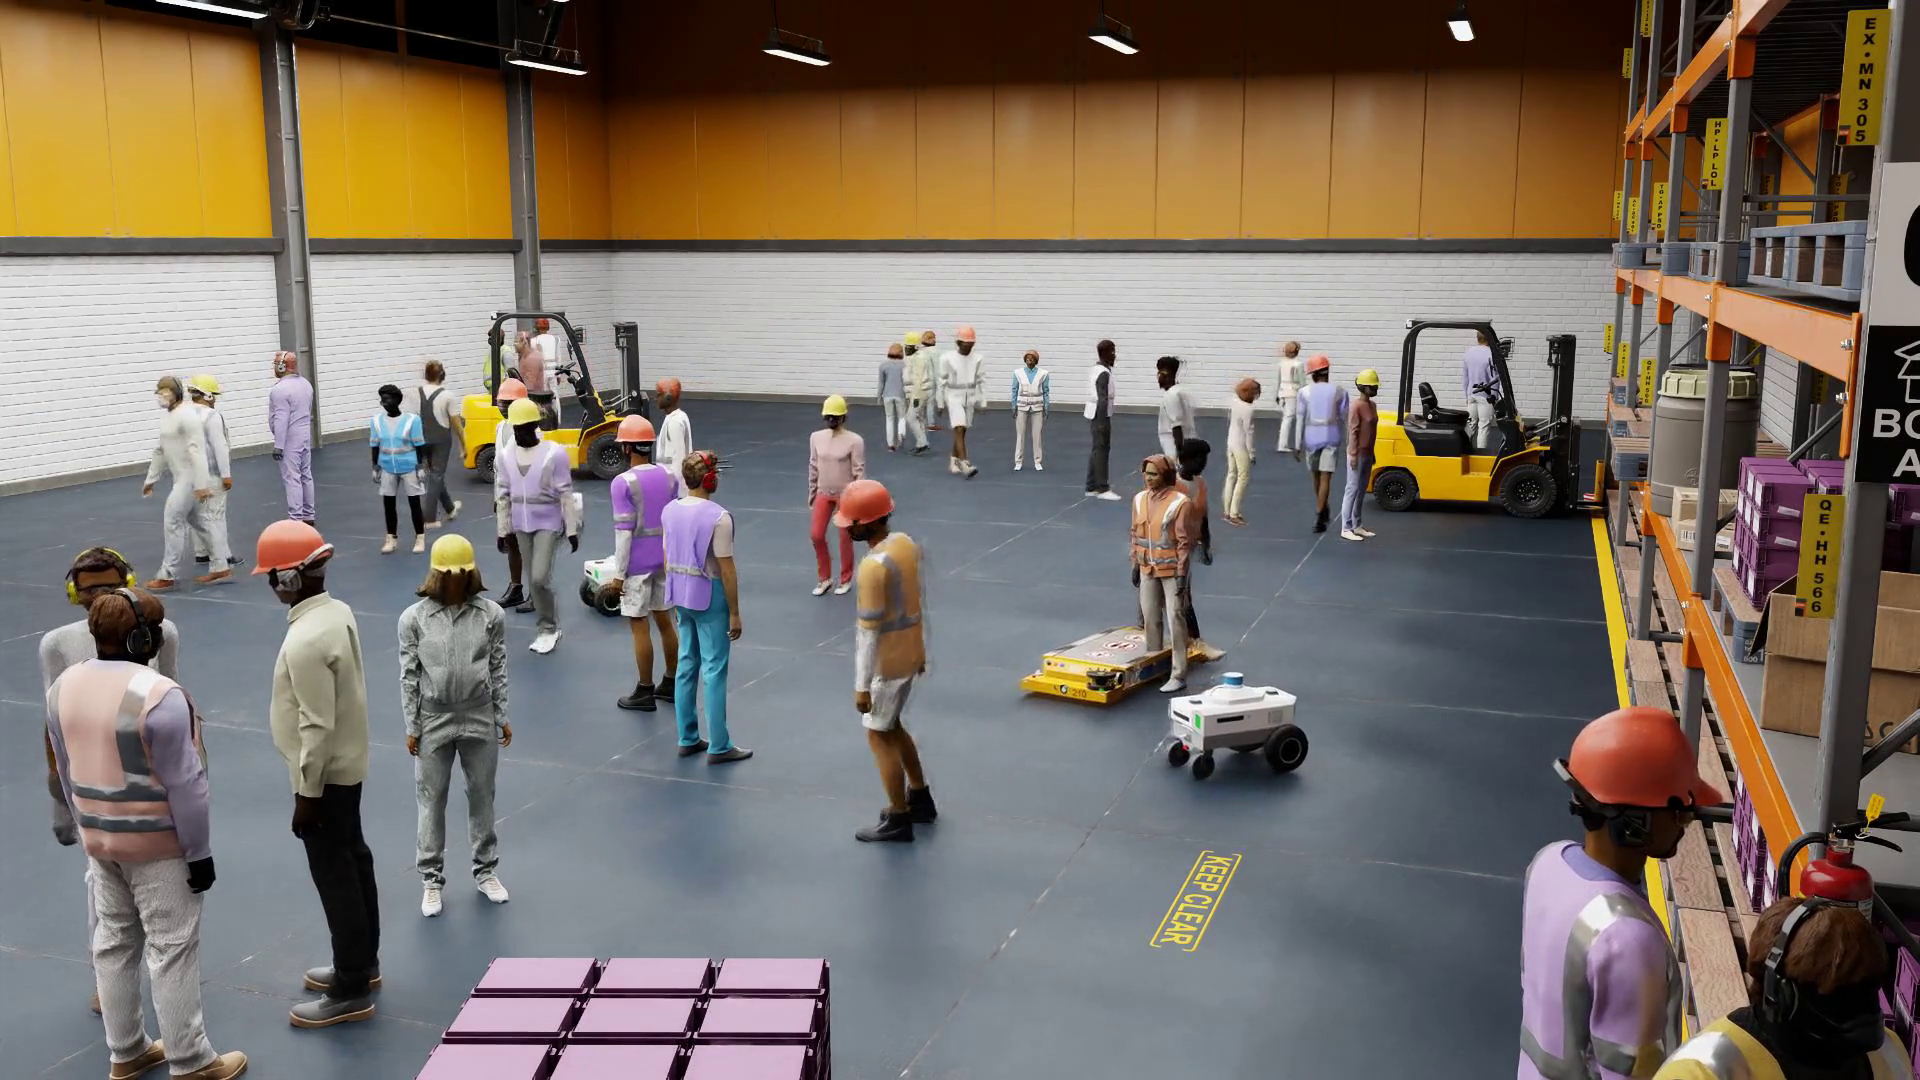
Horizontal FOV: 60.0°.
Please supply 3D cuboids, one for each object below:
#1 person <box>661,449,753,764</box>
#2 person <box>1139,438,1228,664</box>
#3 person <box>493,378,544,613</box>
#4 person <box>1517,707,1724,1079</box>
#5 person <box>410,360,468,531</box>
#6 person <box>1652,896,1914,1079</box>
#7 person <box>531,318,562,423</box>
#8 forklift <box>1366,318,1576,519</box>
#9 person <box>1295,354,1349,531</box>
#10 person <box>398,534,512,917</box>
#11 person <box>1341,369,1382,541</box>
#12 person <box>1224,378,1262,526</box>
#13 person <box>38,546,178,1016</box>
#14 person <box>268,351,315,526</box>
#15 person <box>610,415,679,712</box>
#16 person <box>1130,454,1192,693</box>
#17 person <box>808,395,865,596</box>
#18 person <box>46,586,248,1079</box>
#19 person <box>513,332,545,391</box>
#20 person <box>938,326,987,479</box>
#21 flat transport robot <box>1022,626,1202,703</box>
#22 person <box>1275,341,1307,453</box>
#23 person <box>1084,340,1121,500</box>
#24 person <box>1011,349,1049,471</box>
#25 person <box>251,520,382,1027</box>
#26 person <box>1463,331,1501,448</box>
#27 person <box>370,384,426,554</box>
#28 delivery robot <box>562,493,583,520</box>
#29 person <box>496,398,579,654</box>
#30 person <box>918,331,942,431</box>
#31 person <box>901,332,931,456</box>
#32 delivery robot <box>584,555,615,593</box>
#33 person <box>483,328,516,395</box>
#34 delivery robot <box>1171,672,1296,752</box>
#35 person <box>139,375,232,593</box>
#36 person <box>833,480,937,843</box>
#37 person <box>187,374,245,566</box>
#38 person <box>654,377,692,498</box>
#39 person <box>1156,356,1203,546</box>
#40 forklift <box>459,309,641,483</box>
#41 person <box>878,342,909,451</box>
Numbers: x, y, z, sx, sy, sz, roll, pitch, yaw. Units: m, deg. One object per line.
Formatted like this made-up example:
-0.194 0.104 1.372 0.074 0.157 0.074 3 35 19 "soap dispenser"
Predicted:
-1.513 0.393 9.741 0.565 1.850 0.390 8 13 38 "person"
1.609 0.060 12.189 0.875 1.635 0.568 9 13 41 "person"
-3.673 -0.368 13.777 0.545 1.941 0.347 7 12 34 "person"
1.443 1.364 3.731 0.375 2.044 0.607 0 10 0 "person"
-5.576 -1.033 17.915 0.540 1.794 0.954 2 10 13 "person"
1.573 1.563 3.182 0.625 1.844 0.429 -5 11 -28 "person"
-6.658 -2.635 26.702 0.354 1.883 0.573 10 14 43 "person"
5.787 -1.437 19.079 2.313 2.155 1.214 3 11 19 "forklift"
3.914 -1.055 17.871 0.606 1.863 1.039 3 11 18 "person"
-2.286 0.831 7.580 0.484 1.744 0.300 -5 11 -28 "person"
4.164 -0.879 17.147 0.328 1.767 0.532 8 13 37 "person"
3.078 -0.977 18.167 0.325 1.598 0.629 -2 10 -9 "person"
-3.313 0.943 6.624 0.595 1.859 0.354 -6 12 -32 "person"
-7.156 -1.061 17.759 0.407 1.913 0.641 1 10 5 "person"
-2.082 0.149 10.872 0.375 1.935 0.550 7 12 33 "person"
1.370 0.221 11.335 0.319 1.628 0.508 -9 14 -42 "person"
-1.085 -0.373 14.321 0.560 1.743 0.557 4 11 19 "person"
-2.900 1.073 5.938 0.625 1.844 0.429 4 11 22 "person"
-5.881 -1.892 22.595 1.003 1.857 0.651 -6 12 -31 "person"
0.060 -1.799 21.741 0.619 1.971 1.075 -4 11 -23 "person"
1.087 0.848 11.628 0.652 0.197 1.431 7 12 33 "flat transport robot"
4.879 -2.093 24.363 0.621 1.620 0.512 -6 12 -30 "person"
1.698 -1.433 19.953 0.413 1.893 0.750 0 10 -2 "person"
0.946 -1.749 22.398 0.514 1.640 0.310 0 10 1 "person"
-2.508 0.902 6.498 0.404 1.983 0.616 -2 10 -8 "person"
7.097 -1.935 22.607 0.365 1.939 0.634 -5 11 -26 "person"
-5.510 -0.691 16.331 0.540 1.684 0.343 1 10 4 "person"
-4.253 -0.353 17.328 0.477 0.478 0.707 4 11 22 "delivery robot"
-3.169 -0.097 12.325 0.625 1.904 0.556 3 11 18 "person"
-0.520 -2.603 27.226 0.502 1.631 0.285 10 14 43 "person"
-0.630 -2.089 23.868 0.494 1.799 0.644 -3 11 -17 "person"
-2.744 0.266 13.839 0.707 0.478 0.477 -6 12 -28 "delivery robot"
-6.691 -2.160 24.143 0.429 1.845 0.621 -9 13 -40 "person"
1.583 1.012 9.642 0.707 0.478 0.477 -4 11 -23 "delivery robot"
-6.810 -0.492 14.554 0.811 1.899 0.682 -7 12 -36 "person"
-0.389 0.615 8.432 0.411 1.890 0.622 3 10 15 "person"
-7.091 -0.650 15.698 0.587 1.822 0.404 6 11 28 "person"
-2.501 -0.487 14.599 0.337 1.883 0.584 -2 10 -9 "person"
2.177 -0.891 16.765 0.782 1.915 0.622 5 11 25 "person"
-5.354 -1.902 21.697 2.313 2.155 1.214 -2 10 -13 "forklift"
-0.951 -2.093 24.396 0.521 1.615 0.422 1 10 3 "person"
